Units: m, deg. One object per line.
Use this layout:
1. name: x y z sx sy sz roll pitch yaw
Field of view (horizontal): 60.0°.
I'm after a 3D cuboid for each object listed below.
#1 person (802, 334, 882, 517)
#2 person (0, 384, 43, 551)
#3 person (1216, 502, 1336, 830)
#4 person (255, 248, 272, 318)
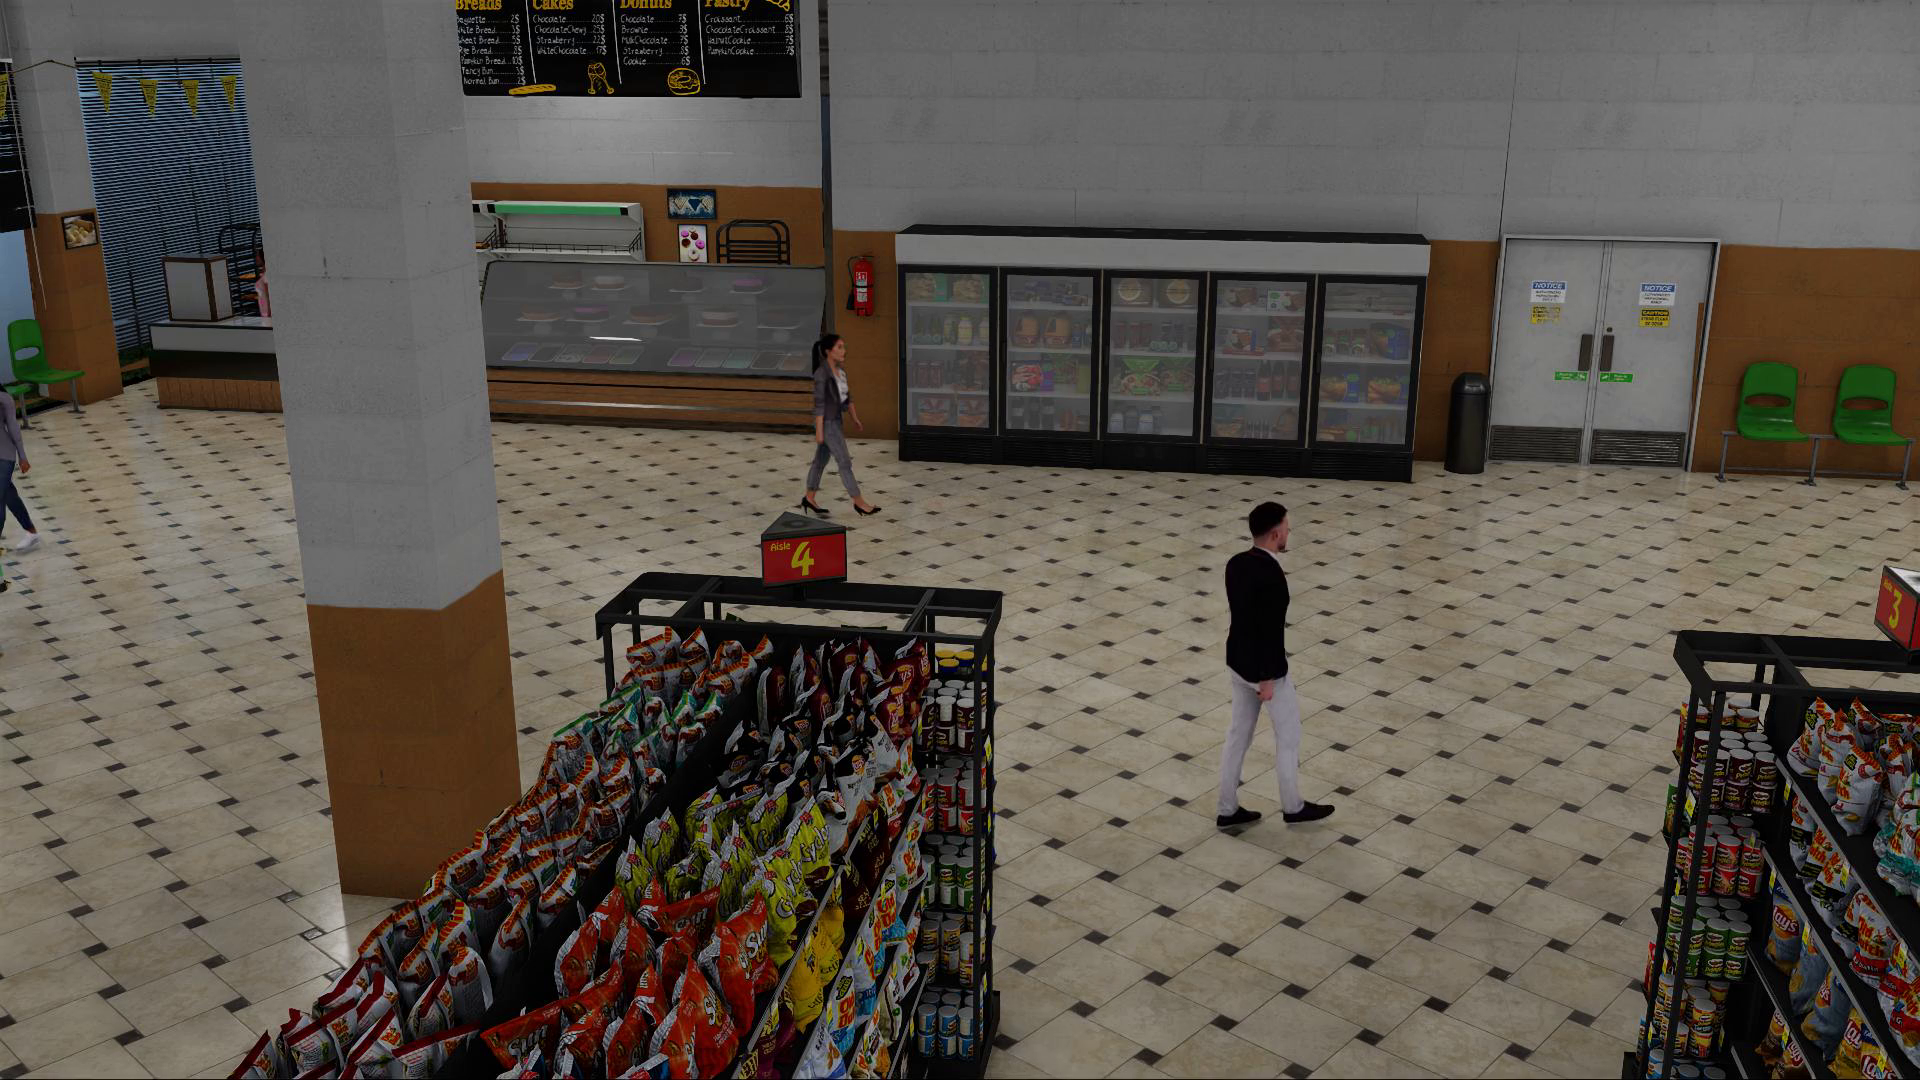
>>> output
1. person: -1.242 -0.997 14.820 0.710 1.640 0.936 3 17 11
2. person: -7.864 -0.667 13.659 0.696 1.683 1.166 2 17 5
3. person: 1.512 0.703 8.902 0.984 1.825 0.968 -5 18 -17
4. person: -8.376 -2.711 20.293 0.706 1.740 0.572 -4 17 -12
